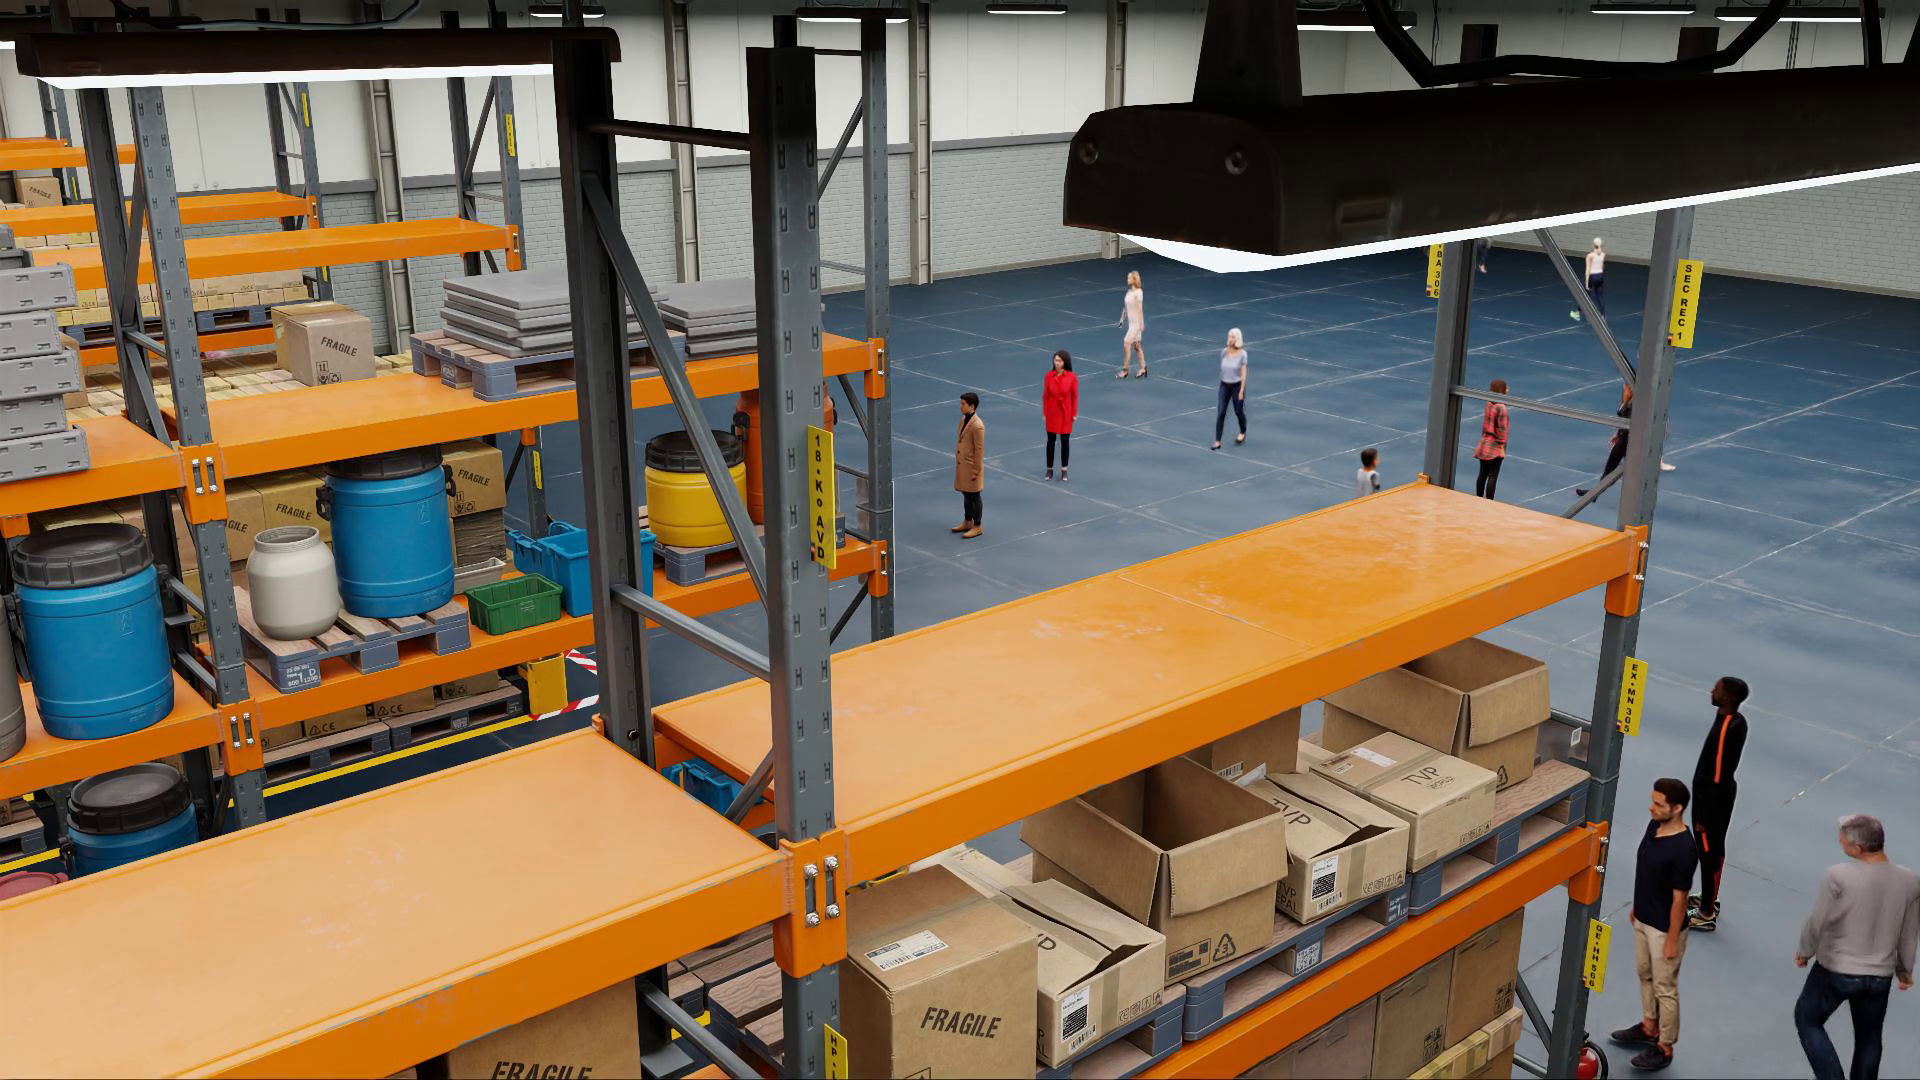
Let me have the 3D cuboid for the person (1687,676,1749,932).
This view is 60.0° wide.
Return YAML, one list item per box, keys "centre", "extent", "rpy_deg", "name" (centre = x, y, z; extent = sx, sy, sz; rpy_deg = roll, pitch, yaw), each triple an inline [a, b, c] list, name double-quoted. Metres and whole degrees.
- centre: [5.141, 1.770, 11.320]
  extent: [0.752, 1.808, 0.577]
  rpy_deg: [11, 21, 31]
  name: "person"

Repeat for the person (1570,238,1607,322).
- centre: [12.377, -4.977, 32.290]
  extent: [1.209, 1.652, 1.061]
  rpy_deg: [-4, 18, -11]
  name: "person"

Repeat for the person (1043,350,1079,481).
- centre: [1.314, -1.647, 21.906]
  extent: [0.738, 1.749, 0.787]
  rpy_deg: [4, 18, 11]
  name: "person"

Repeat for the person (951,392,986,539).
- centre: [0.127, -0.906, 19.668]
  extent: [0.683, 1.727, 0.693]
  rpy_deg: [-9, 20, -27]
  name: "person"

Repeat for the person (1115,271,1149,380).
- centre: [3.000, -3.577, 27.740]
  extent: [0.950, 1.806, 0.795]
  rpy_deg: [-4, 19, -13]
  name: "person"

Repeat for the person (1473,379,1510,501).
- centre: [6.539, -1.141, 20.429]
  extent: [0.710, 1.703, 0.696]
  rpy_deg: [-3, 18, -10]
  name: "person"

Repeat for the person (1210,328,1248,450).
- centre: [3.896, -2.132, 23.505]
  extent: [0.774, 1.682, 1.159]
  rpy_deg: [13, 22, 35]
  name: "person"

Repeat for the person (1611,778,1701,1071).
- centre: [4.144, 2.242, 9.808]
  extent: [0.755, 1.846, 0.720]
  rpy_deg: [-1, 18, -3]
  name: "person"

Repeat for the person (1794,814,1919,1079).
- centre: [4.938, 2.416, 9.226]
  extent: [0.944, 1.876, 1.008]
  rpy_deg: [4, 18, 12]
  name: "person"

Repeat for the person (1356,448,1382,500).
- centre: [4.514, -0.370, 18.460]
  extent: [0.494, 1.456, 0.586]
  rpy_deg: [-16, 24, -40]
  name: "person"

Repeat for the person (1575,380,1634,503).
- centre: [8.400, -1.202, 20.664]
  extent: [0.927, 1.674, 1.090]
  rpy_deg: [10, 20, 28]
  name: "person"
